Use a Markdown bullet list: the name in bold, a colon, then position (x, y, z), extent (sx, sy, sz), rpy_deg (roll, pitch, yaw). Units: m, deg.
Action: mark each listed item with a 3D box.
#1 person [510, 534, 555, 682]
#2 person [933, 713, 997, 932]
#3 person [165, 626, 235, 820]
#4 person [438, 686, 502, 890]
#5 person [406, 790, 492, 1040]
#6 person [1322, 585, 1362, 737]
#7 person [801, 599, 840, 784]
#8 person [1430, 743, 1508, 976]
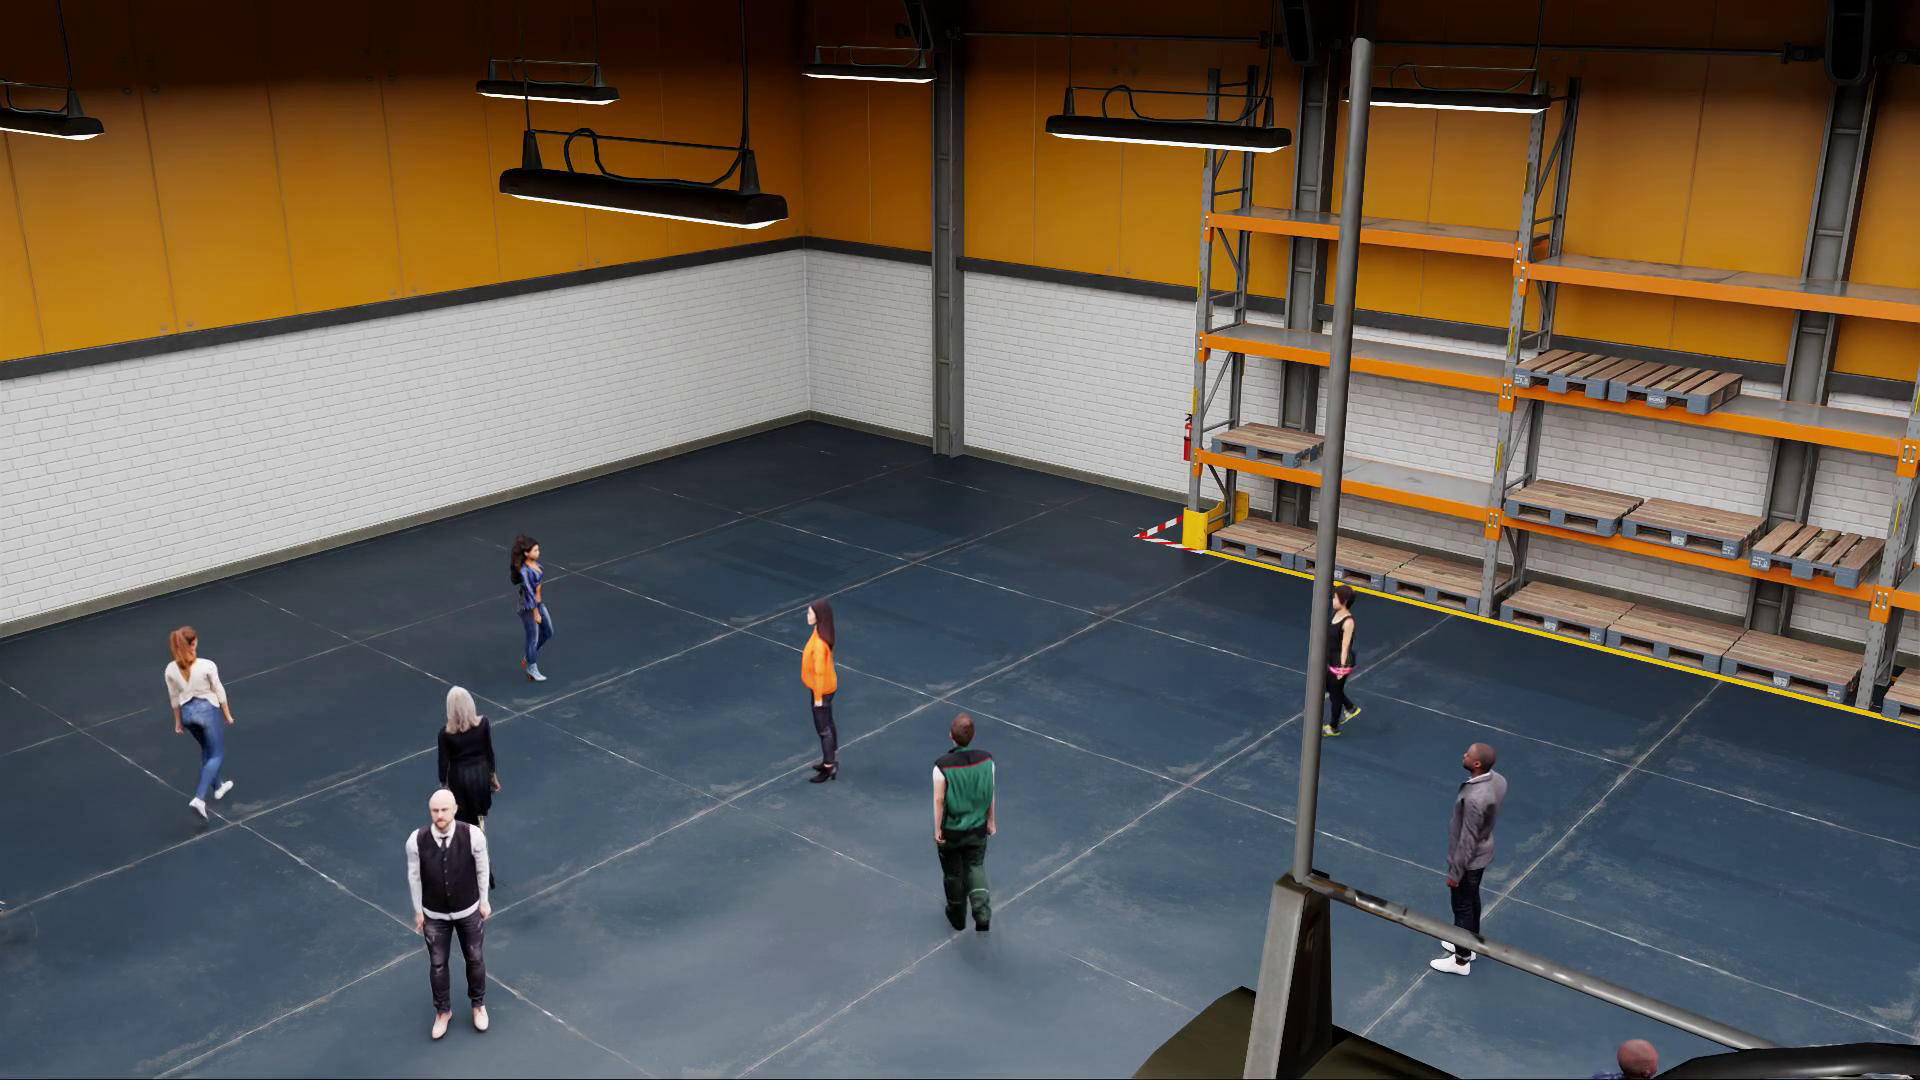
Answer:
- **person**: position (-4.515, 0.718, 17.255), extent (0.767, 1.611, 0.733), rpy_deg (2, 19, 6)
- **person**: position (0.037, 2.189, 12.547), extent (0.891, 1.830, 1.009), rpy_deg (-6, 20, -18)
- **person**: position (-6.639, 1.604, 14.488), extent (1.082, 1.698, 1.062), rpy_deg (1, 19, 4)
- **person**: position (-3.865, 2.004, 13.241), extent (0.669, 1.736, 0.742), rpy_deg (-14, 23, -36)
- **person**: position (-3.501, 2.550, 11.485), extent (0.783, 1.822, 0.808), rpy_deg (-4, 19, -13)
- **person**: position (3.727, 1.165, 16.036), extent (0.807, 1.543, 0.750), rpy_deg (-2, 19, -6)
- **person**: position (-1.241, 1.355, 15.152), extent (0.747, 1.746, 0.707), rpy_deg (0, 19, 0)
- **person**: position (3.748, 2.319, 12.179), extent (0.637, 1.818, 0.743), rpy_deg (11, 22, 30)
